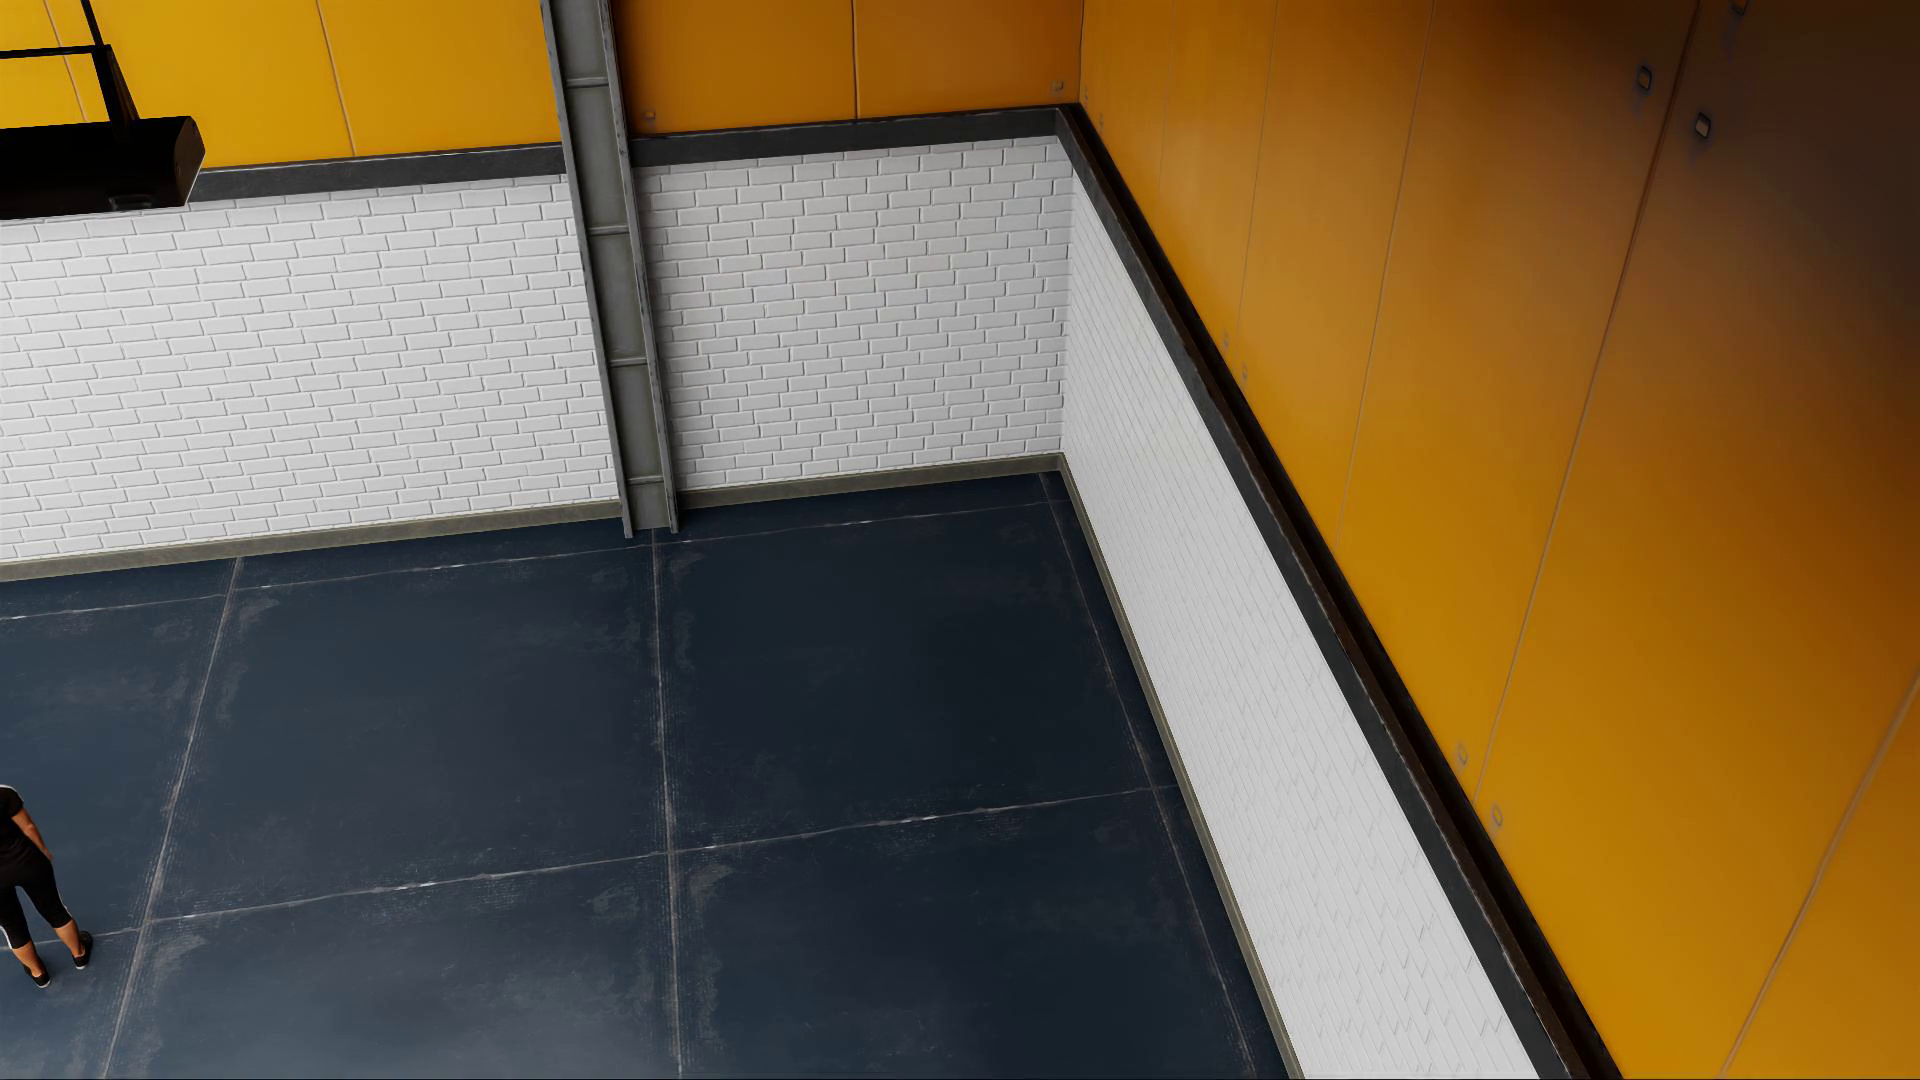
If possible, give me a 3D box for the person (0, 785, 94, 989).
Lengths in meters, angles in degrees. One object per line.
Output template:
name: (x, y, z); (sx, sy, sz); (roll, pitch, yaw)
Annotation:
person: (-5.059, 1.743, 8.823); (0.593, 1.669, 0.715); (-23, 44, -27)
